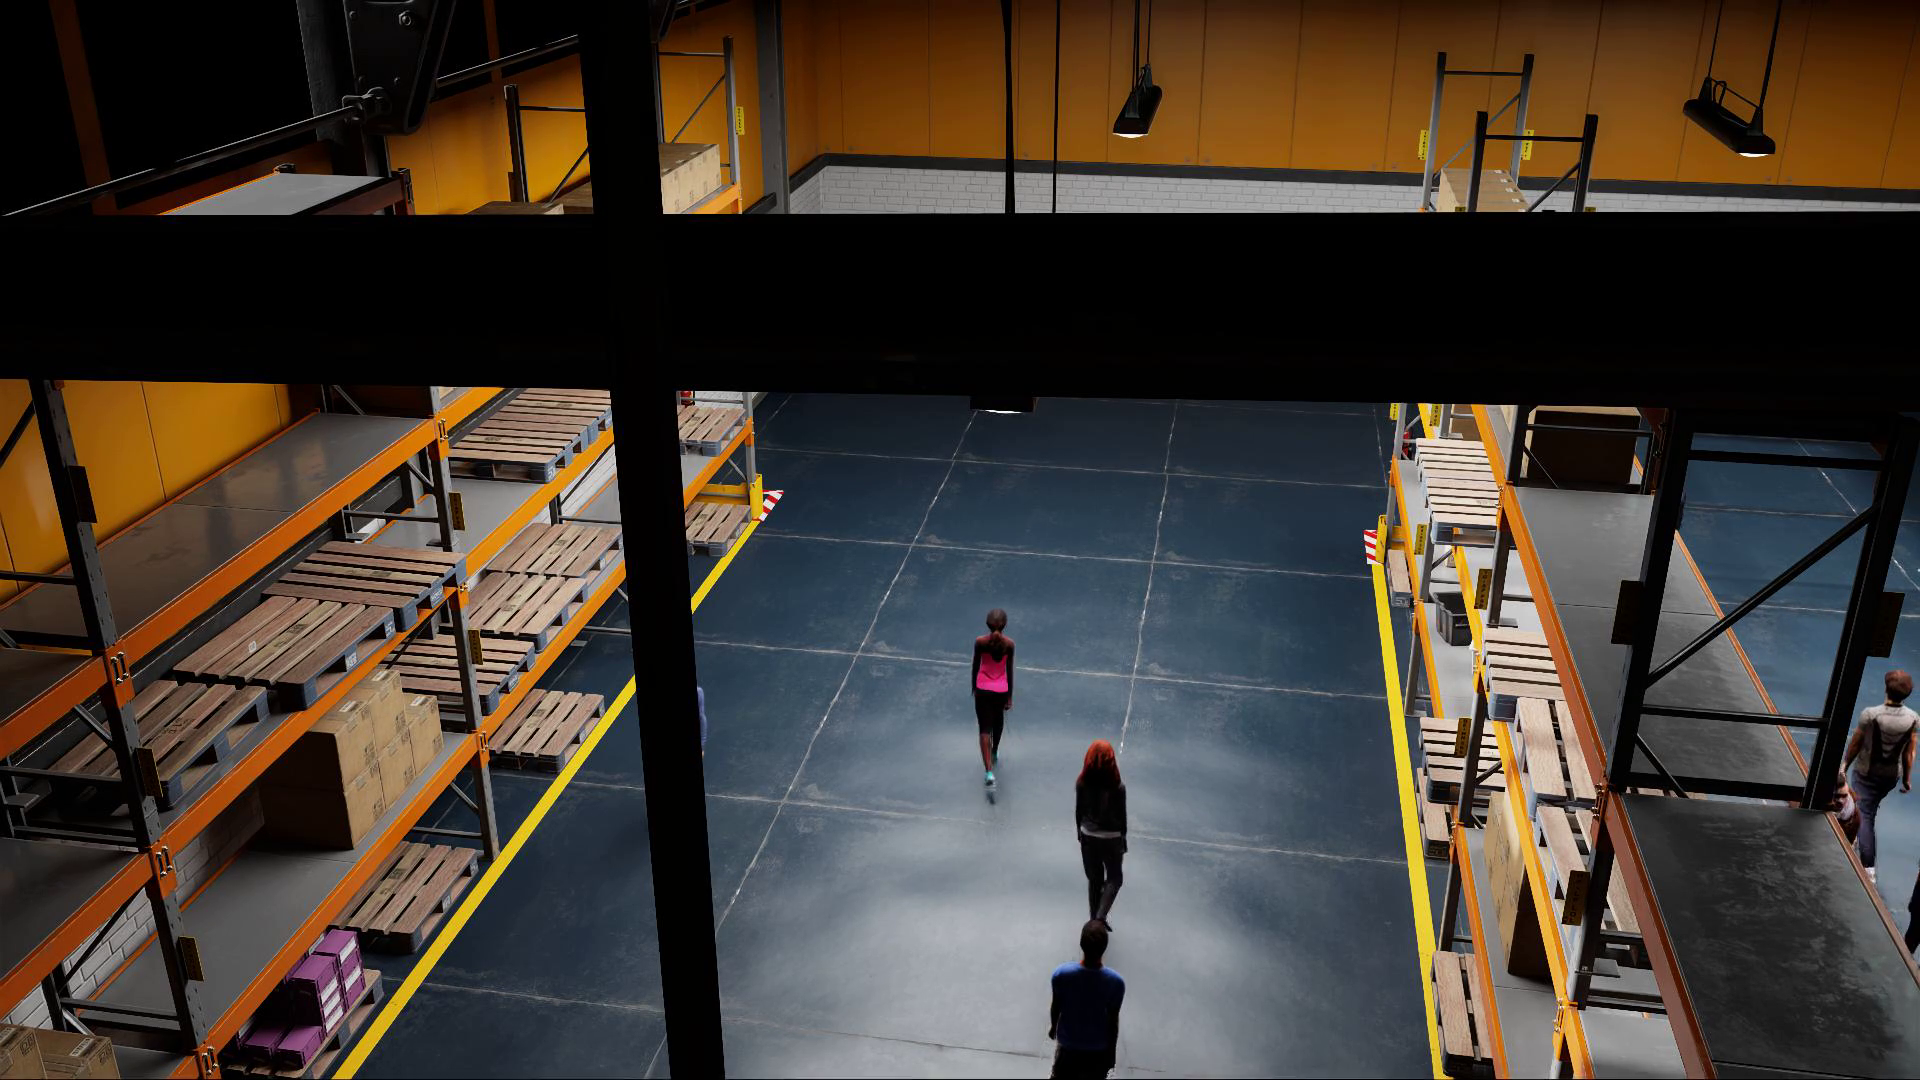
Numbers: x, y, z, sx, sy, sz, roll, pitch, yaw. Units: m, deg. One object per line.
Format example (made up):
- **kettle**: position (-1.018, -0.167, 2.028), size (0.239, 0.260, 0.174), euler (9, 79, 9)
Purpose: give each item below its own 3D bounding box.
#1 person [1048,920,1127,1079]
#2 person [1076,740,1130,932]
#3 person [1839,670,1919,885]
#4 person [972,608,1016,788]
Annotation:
- **person**: position (0.797, 3.378, 10.913), size (0.720, 1.839, 1.224), euler (2, 24, 3)
- **person**: position (1.086, 2.422, 13.189), size (0.671, 1.767, 0.668), euler (11, 26, 24)
- **person**: position (7.744, 2.021, 13.996), size (0.701, 1.855, 1.216), euler (3, 24, 7)
- **person**: position (0.303, 1.473, 15.455), size (0.741, 1.690, 1.166), euler (-2, 24, -5)
